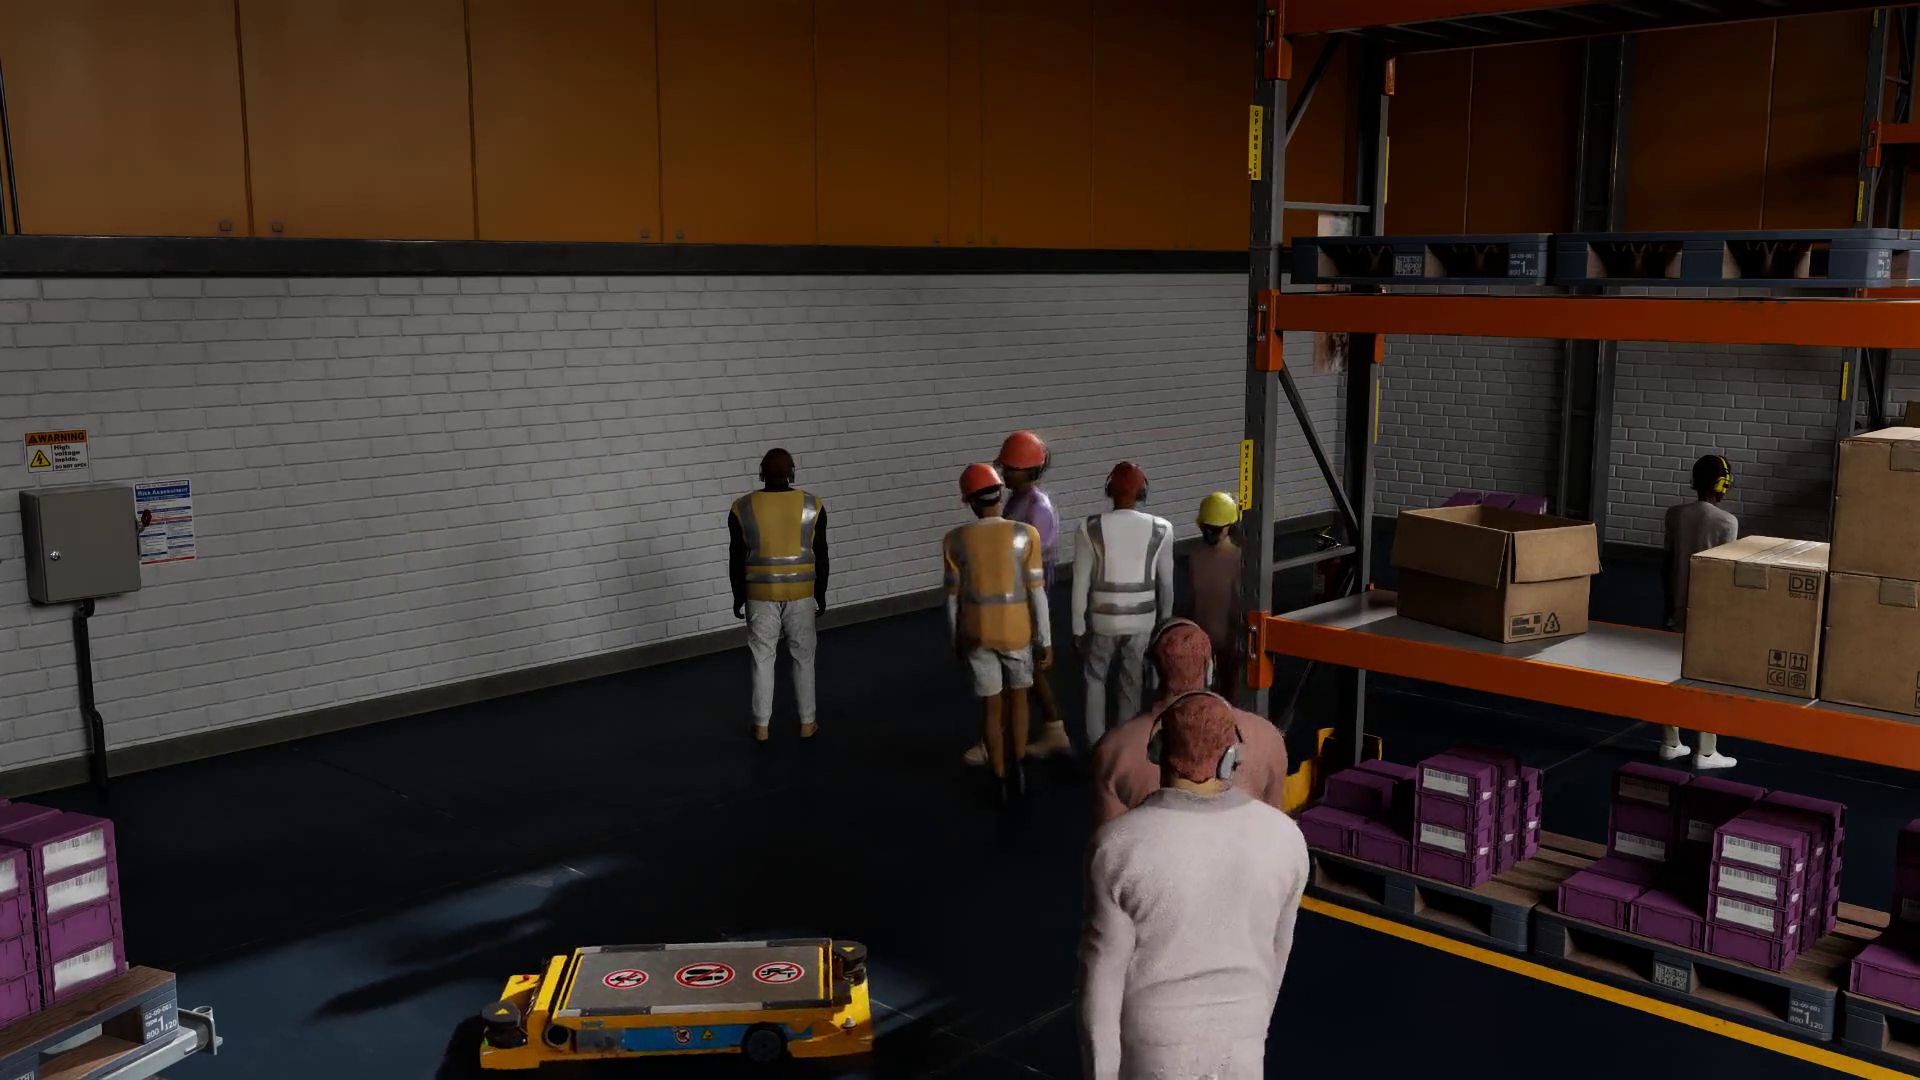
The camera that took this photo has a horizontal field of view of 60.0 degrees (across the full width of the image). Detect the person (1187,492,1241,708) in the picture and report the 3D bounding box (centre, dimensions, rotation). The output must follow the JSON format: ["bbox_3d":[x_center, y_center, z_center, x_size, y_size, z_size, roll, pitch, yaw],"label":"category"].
[{"bbox_3d":[1.393,0.602,9.149,0.508,1.740,0.521,-8,12,-39],"label":"person"}]

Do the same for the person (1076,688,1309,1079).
[{"bbox_3d":[0.560,1.303,4.477,0.649,1.852,0.985,-2,10,-15],"label":"person"}]

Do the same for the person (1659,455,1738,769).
[{"bbox_3d":[4.398,0.421,9.875,0.328,1.865,0.521,-5,11,-29],"label":"person"}]

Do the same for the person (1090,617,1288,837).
[{"bbox_3d":[0.725,1.171,5.332,0.641,1.857,1.012,0,9,0],"label":"person"}]

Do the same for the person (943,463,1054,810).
[{"bbox_3d":[0.220,0.519,9.181,0.619,1.889,0.563,1,9,6],"label":"person"}]

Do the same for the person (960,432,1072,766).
[{"bbox_3d":[0.352,0.346,9.903,0.710,2.002,0.693,-1,9,-7],"label":"person"}]

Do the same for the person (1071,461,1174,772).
[{"bbox_3d":[0.924,0.473,9.526,0.595,1.869,0.513,0,9,0],"label":"person"}]

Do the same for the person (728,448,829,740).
[{"bbox_3d":[-1.133,0.339,10.444,0.625,1.844,0.429,-2,9,-10],"label":"person"}]

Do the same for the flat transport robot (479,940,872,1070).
[{"bbox_3d":[-1.067,1.777,6.427,1.431,0.197,0.652,-1,9,-5],"label":"flat transport robot"}]
